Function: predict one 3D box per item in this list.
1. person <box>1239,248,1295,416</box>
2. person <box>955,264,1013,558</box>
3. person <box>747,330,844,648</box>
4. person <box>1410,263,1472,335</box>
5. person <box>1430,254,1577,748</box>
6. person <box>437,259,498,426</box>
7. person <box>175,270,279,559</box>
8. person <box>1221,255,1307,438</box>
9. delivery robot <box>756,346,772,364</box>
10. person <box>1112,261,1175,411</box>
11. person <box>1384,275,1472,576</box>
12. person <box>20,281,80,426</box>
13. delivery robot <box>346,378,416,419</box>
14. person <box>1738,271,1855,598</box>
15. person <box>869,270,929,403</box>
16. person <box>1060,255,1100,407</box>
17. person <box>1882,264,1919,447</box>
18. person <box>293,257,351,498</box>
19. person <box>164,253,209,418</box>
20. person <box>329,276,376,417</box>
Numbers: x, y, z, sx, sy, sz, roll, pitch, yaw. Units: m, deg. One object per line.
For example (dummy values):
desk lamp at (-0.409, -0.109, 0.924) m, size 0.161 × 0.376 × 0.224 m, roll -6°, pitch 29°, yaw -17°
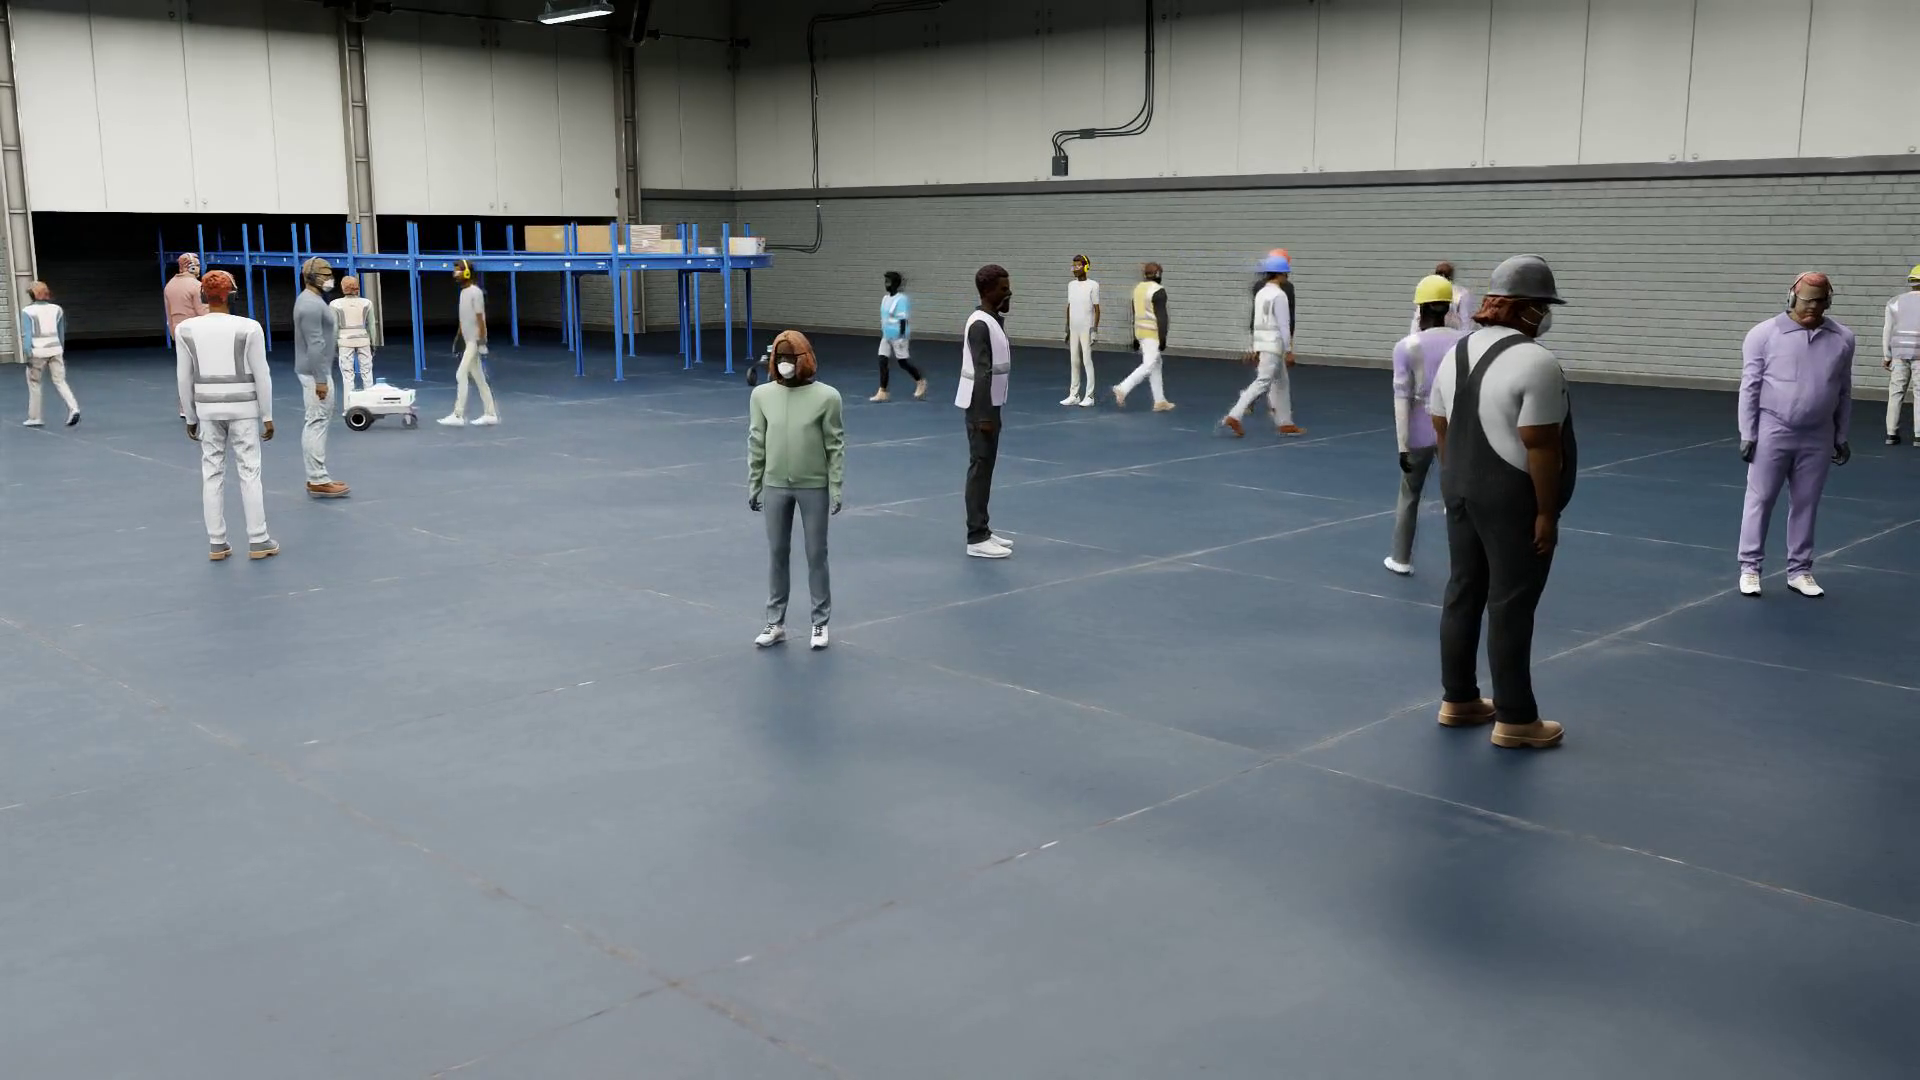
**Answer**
person at (3.599, -2.415, 19.418) m, size 0.837 × 1.969 × 0.625 m, roll -7°, pitch 13°, yaw -34°
person at (0.169, -0.866, 11.081) m, size 0.393 × 1.920 × 0.587 m, roll 1°, pitch 10°, yaw 6°
person at (-0.845, -0.259, 8.552) m, size 0.507 × 1.631 × 0.266 m, roll 2°, pitch 11°, yaw 11°
person at (5.466, -2.257, 19.033) m, size 0.974 × 1.792 × 0.628 m, roll -9°, pitch 14°, yaw -42°
person at (2.322, -0.162, 7.025) m, size 0.536 × 2.000 × 0.680 m, roll -4°, pitch 11°, yaw -20°
person at (-5.539, -2.176, 18.432) m, size 0.825 × 1.837 × 0.547 m, roll -6°, pitch 12°, yaw -30°
person at (-4.796, -0.817, 10.912) m, size 0.579 × 1.883 × 0.352 m, roll -1°, pitch 10°, yaw -5°
person at (3.194, -2.019, 17.413) m, size 0.932 × 1.914 × 0.609 m, roll -1°, pitch 10°, yaw -6°
delivery robot at (-2.693, -2.652, 23.698) m, size 0.335 × 0.223 × 0.698 m, roll 3°, pitch 11°, yaw 15°
person at (2.223, -2.458, 20.098) m, size 0.825 × 1.805 × 0.626 m, roll -4°, pitch 11°, yaw -21°
person at (2.878, -0.652, 10.036) m, size 0.583 × 1.883 × 1.008 m, roll -1°, pitch 10°, yaw -5°
person at (-10.114, -2.058, 18.428) m, size 0.727 × 1.614 × 0.526 m, roll 5°, pitch 12°, yaw 26°
delivery robot at (-6.383, -1.544, 18.362) m, size 0.707 × 0.478 × 0.477 m, roll -3°, pitch 11°, yaw -13°
person at (4.905, -0.614, 9.764) m, size 0.639 × 1.902 × 0.407 m, roll 1°, pitch 10°, yaw 4°
person at (-0.778, -2.603, 21.247) m, size 0.778 × 1.672 × 0.536 m, roll -7°, pitch 13°, yaw -35°
person at (1.497, -2.597, 20.682) m, size 0.531 × 1.860 × 0.318 m, roll 10°, pitch 14°, yaw 43°
person at (9.644, -1.870, 16.805) m, size 0.404 × 1.829 × 0.592 m, roll -8°, pitch 13°, yaw -38°
person at (-5.233, -1.331, 13.571) m, size 0.371 × 1.936 × 0.629 m, roll -4°, pitch 11°, yaw -22°
person at (-8.851, -2.354, 19.229) m, size 0.649 × 1.906 × 0.401 m, roll 6°, pitch 12°, yaw 30°
person at (-7.068, -2.250, 19.393) m, size 0.523 × 1.637 × 0.310 m, roll -7°, pitch 12°, yaw -32°
